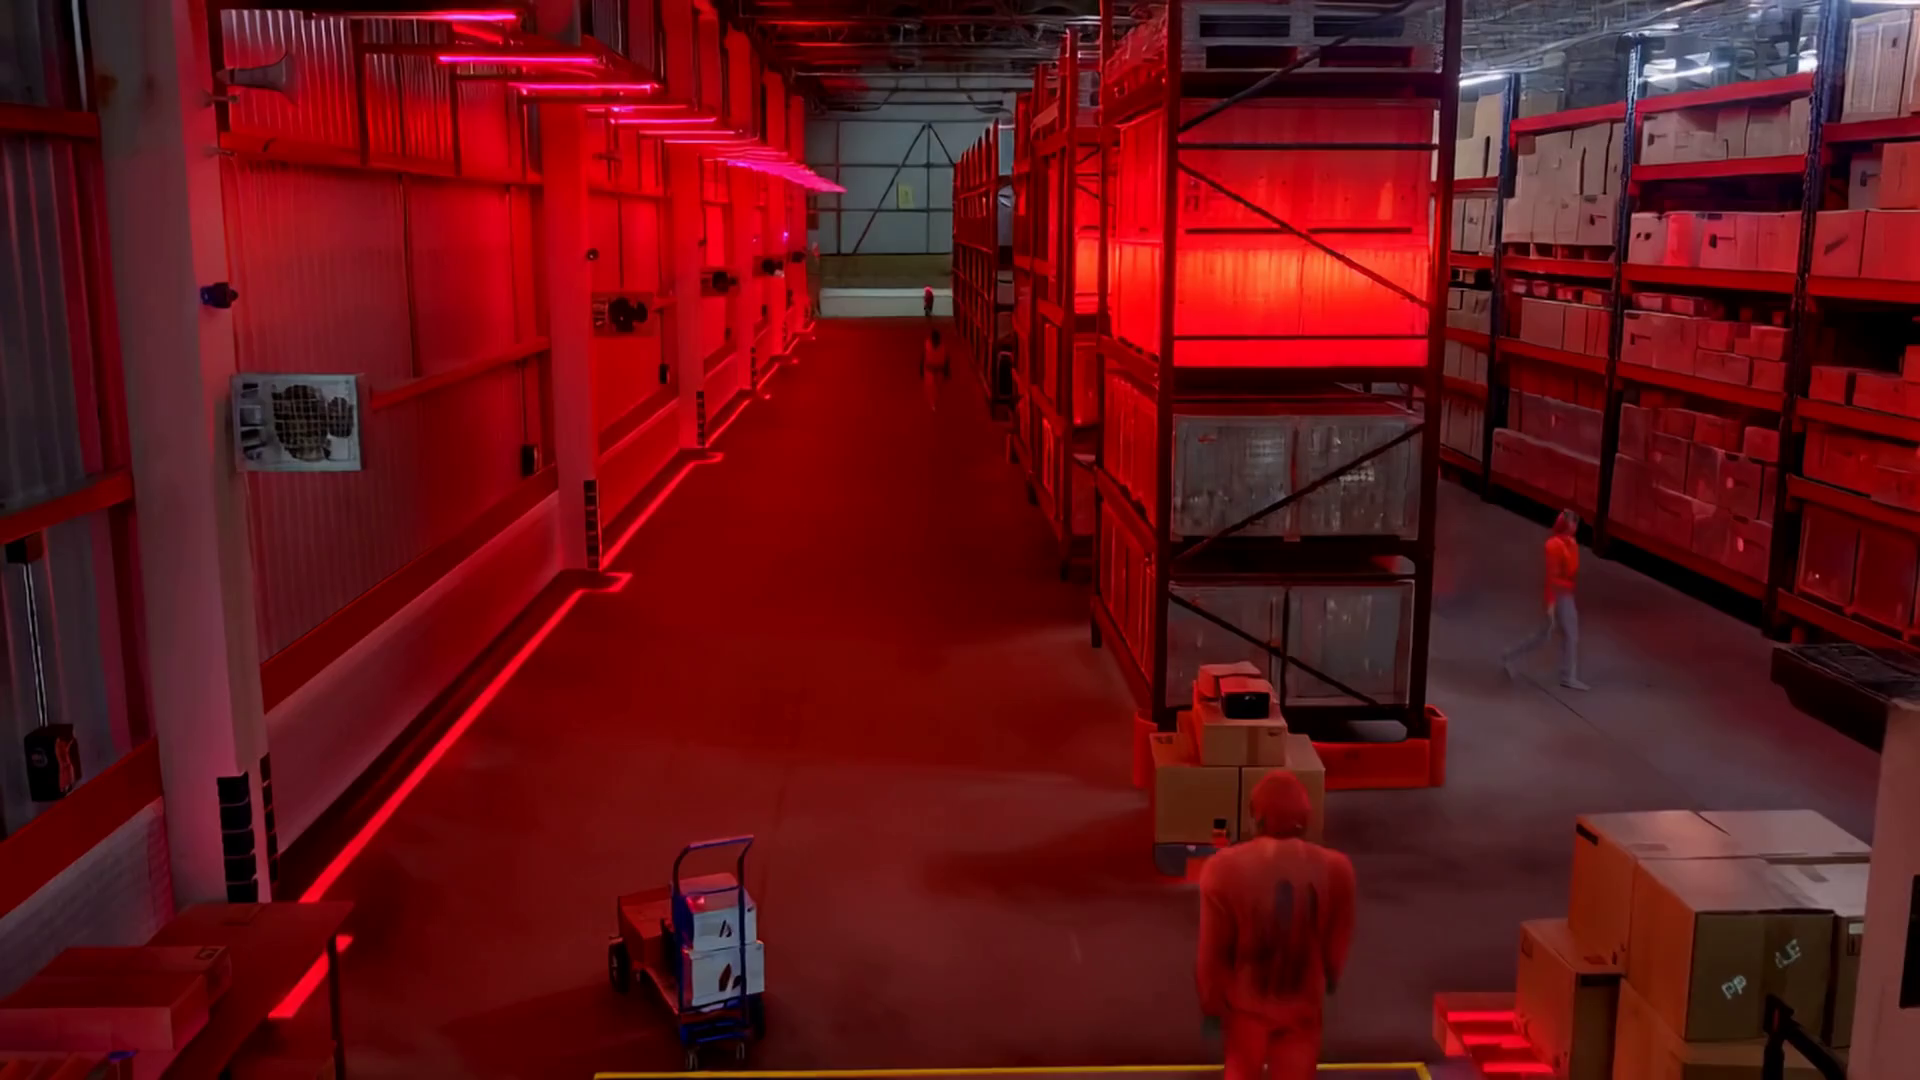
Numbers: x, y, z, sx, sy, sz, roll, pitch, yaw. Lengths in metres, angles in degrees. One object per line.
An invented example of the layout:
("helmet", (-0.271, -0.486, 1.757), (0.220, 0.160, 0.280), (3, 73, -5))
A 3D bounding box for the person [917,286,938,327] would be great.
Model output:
("person", (-1.240, -8.982, 63.929), (0.877, 1.583, 0.542), (2, 11, 10))

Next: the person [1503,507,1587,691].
("person", (5.172, 0.494, 14.568), (0.517, 1.616, 0.662), (-9, 14, -40))

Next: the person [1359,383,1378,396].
("person", (6.766, -2.167, 27.633), (0.391, 1.920, 0.593), (3, 11, 14))

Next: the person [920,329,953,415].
("person", (-0.477, -3.554, 35.170), (0.658, 1.788, 0.962), (-3, 11, -13))

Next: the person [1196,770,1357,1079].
("person", (1.281, 1.843, 6.833), (0.621, 1.888, 0.968), (2, 11, 9))
